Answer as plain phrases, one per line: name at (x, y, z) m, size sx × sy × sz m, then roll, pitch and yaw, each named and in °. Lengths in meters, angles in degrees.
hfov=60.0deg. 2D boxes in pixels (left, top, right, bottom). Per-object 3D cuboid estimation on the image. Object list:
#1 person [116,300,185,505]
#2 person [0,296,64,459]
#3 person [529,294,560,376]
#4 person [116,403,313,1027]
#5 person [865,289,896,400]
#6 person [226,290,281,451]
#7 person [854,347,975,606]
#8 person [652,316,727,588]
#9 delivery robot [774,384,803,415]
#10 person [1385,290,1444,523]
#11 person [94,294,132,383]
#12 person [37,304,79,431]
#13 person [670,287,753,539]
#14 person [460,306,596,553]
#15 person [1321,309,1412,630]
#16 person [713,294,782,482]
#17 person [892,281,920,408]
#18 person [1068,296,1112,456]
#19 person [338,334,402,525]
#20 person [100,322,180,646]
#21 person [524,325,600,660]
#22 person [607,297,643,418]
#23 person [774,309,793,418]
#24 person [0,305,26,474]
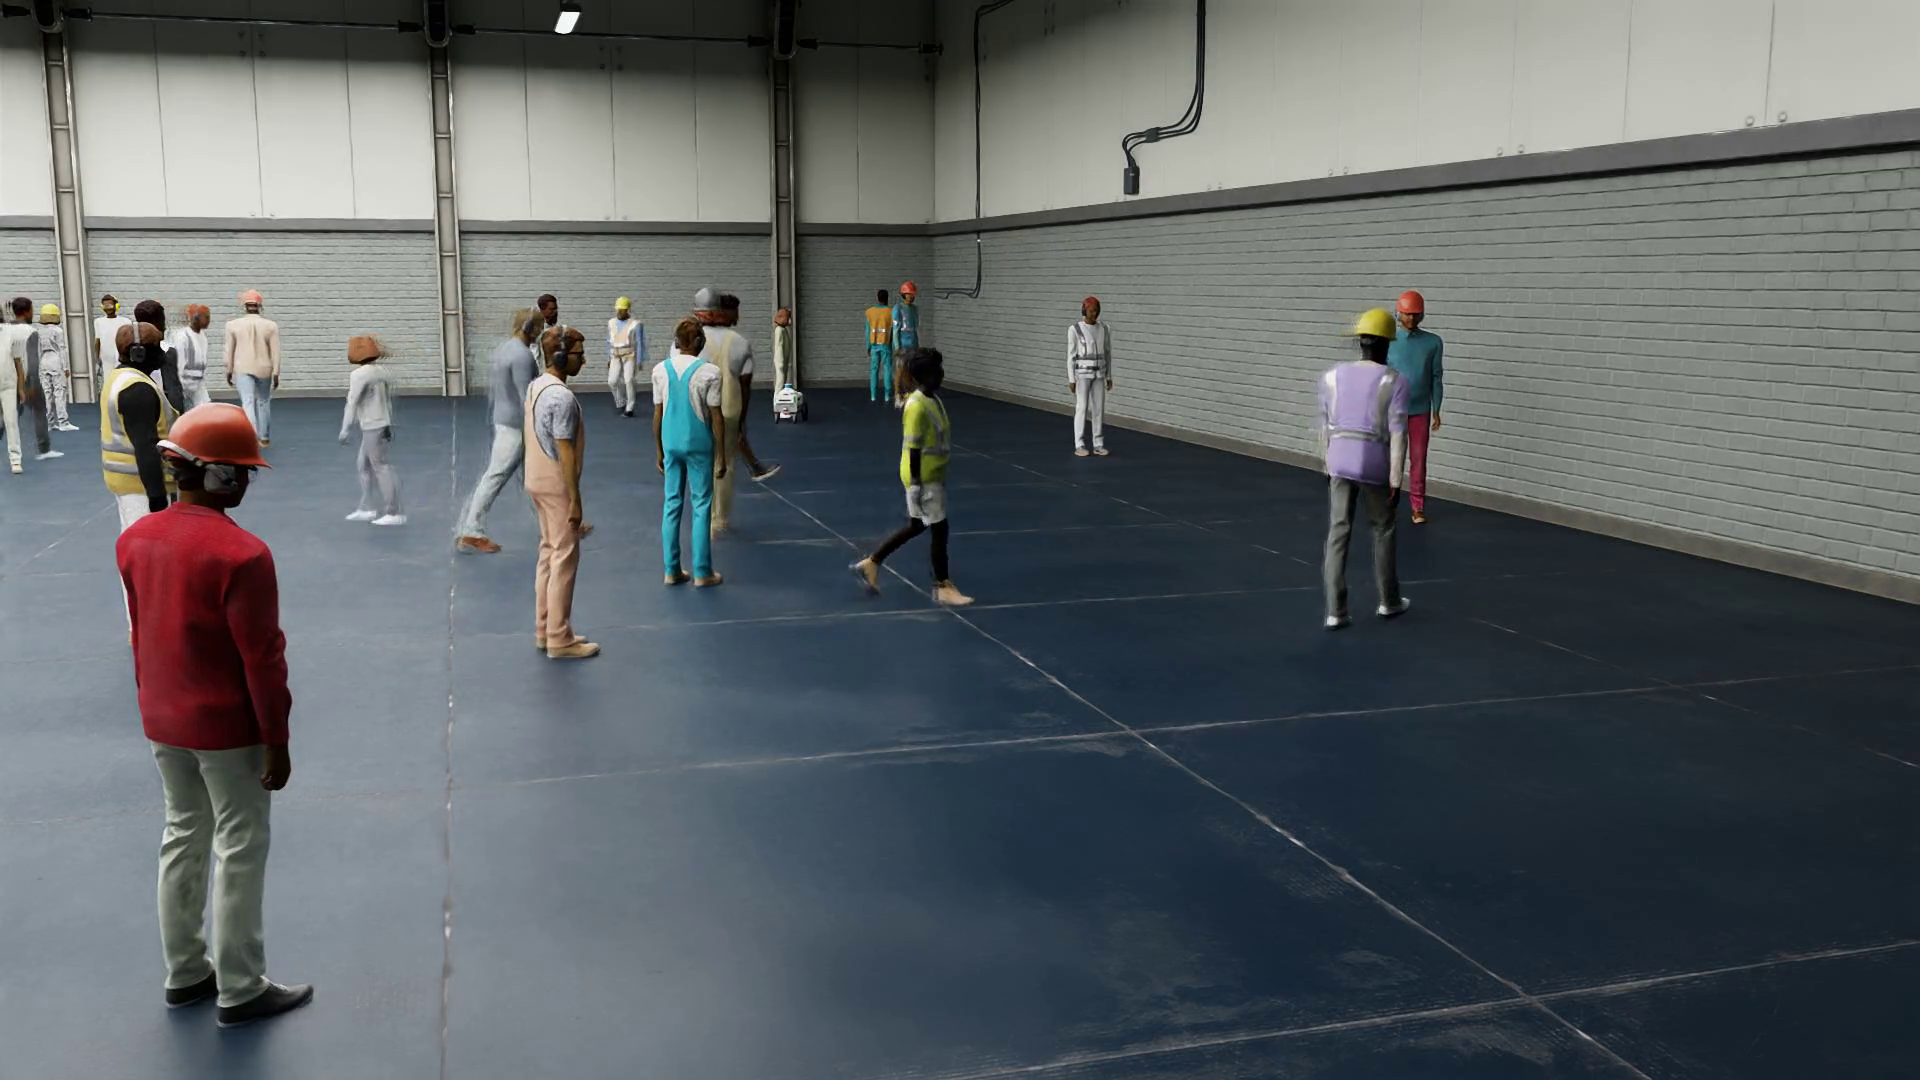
person at (-6.275, -0.903, 12.956) m, size 0.593 × 1.919 × 0.384 m, roll 3°, pitch 10°, yaw 21°
person at (-10.790, -1.841, 19.048) m, size 0.599 × 1.891 × 0.816 m, roll 3°, pitch 9°, yaw 20°
person at (-4.535, -1.732, 18.249) m, size 0.373 × 1.916 × 0.596 m, roll 3°, pitch 9°, yaw 16°
person at (-2.067, 0.487, 4.662) m, size 0.573 × 1.739 × 0.351 m, roll 5°, pitch 10°, yaw 27°
person at (-1.338, -3.341, 28.558) m, size 0.584 × 1.911 × 0.391 m, roll 2°, pitch 9°, yaw 12°
person at (-8.603, -2.065, 20.267) m, size 0.608 × 1.955 × 0.993 m, roll -4°, pitch 10°, yaw -25°
person at (-0.310, -0.399, 10.572) m, size 0.760 × 1.664 × 0.541 m, roll 2°, pitch 9°, yaw 10°
person at (-1.815, -0.586, 11.215) m, size 0.512 × 1.835 × 0.359 m, roll 2°, pitch 9°, yaw 15°
delivery robot at (-2.488, -2.019, 24.113) m, size 0.477 × 0.478 × 0.707 m, roll 0°, pitch 9°, yaw 2°
person at (3.804, -1.123, 14.165) m, size 0.608 × 1.986 × 0.399 m, roll 0°, pitch 9°, yaw 0°
person at (-11.679, -2.448, 22.969) m, size 0.515 × 1.872 × 0.328 m, roll -2°, pitch 9°, yaw -11°
person at (-12.454, -2.370, 22.874) m, size 0.486 × 1.745 × 0.293 m, roll 3°, pitch 9°, yaw 16°
person at (-2.060, -1.047, 13.485) m, size 0.677 × 2.000 × 0.541 m, roll -6°, pitch 11°, yaw -33°
person at (-3.362, -0.842, 12.741) m, size 1.058 × 1.871 × 0.695 m, roll -3°, pitch 9°, yaw -20°
person at (2.461, -0.431, 10.019) m, size 0.610 × 1.887 × 0.886 m, roll 7°, pitch 11°, yaw 36°
person at (-2.301, -1.538, 16.993) m, size 0.973 × 1.915 × 0.634 m, roll 1°, pitch 9°, yaw 4°
person at (-0.836, -3.159, 26.951) m, size 0.393 × 2.041 × 0.612 m, roll 7°, pitch 11°, yaw 36°
person at (1.535, -1.924, 19.607) m, size 0.586 × 1.879 × 0.361 m, roll -5°, pitch 10°, yaw -28°
person at (-5.047, -0.925, 14.063) m, size 0.672 × 1.609 × 0.512 m, roll 0°, pitch 9°, yaw 3°
person at (-4.545, -0.292, 9.306) m, size 0.430 × 1.845 × 0.623 m, roll -6°, pitch 11°, yaw -34°
person at (-2.190, -0.254, 9.094) m, size 0.348 × 1.836 × 0.520 m, roll -5°, pitch 10°, yaw -31°
person at (-5.031, -2.725, 24.898) m, size 0.628 × 1.813 × 0.444 m, roll 3°, pitch 9°, yaw 19°
person at (-2.663, -2.656, 25.048) m, size 0.268 × 1.632 × 0.507 m, roll 0°, pitch 9°, yaw 2°
person at (-10.250, -1.611, 17.721) m, size 0.506 × 1.842 × 0.350 m, roll -4°, pitch 10°, yaw -25°
